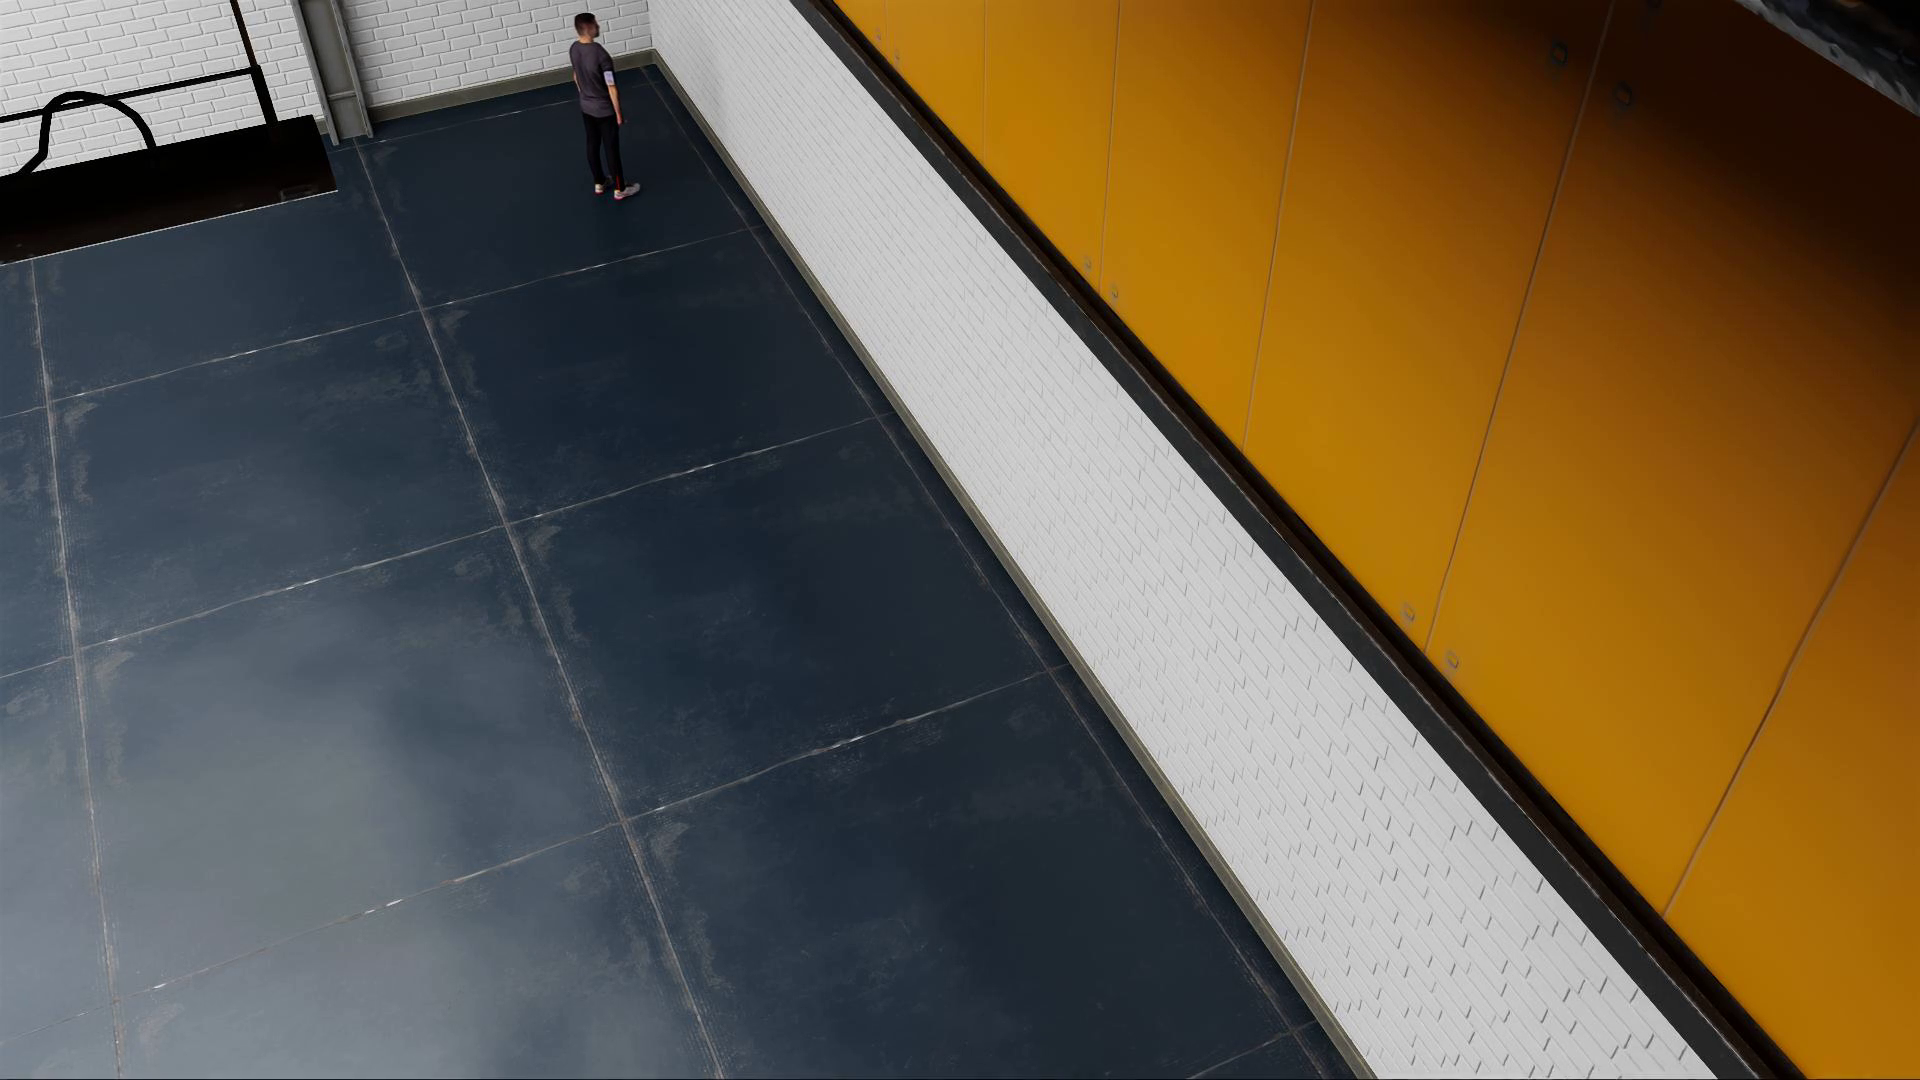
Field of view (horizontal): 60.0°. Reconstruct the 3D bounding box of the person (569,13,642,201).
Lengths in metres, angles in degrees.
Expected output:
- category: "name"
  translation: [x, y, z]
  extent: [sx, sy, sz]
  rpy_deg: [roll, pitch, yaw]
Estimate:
- category: "person"
  translation: [-3.286, -3.932, 15.107]
  extent: [0.718, 1.762, 0.728]
  rpy_deg: [25, 49, 24]
